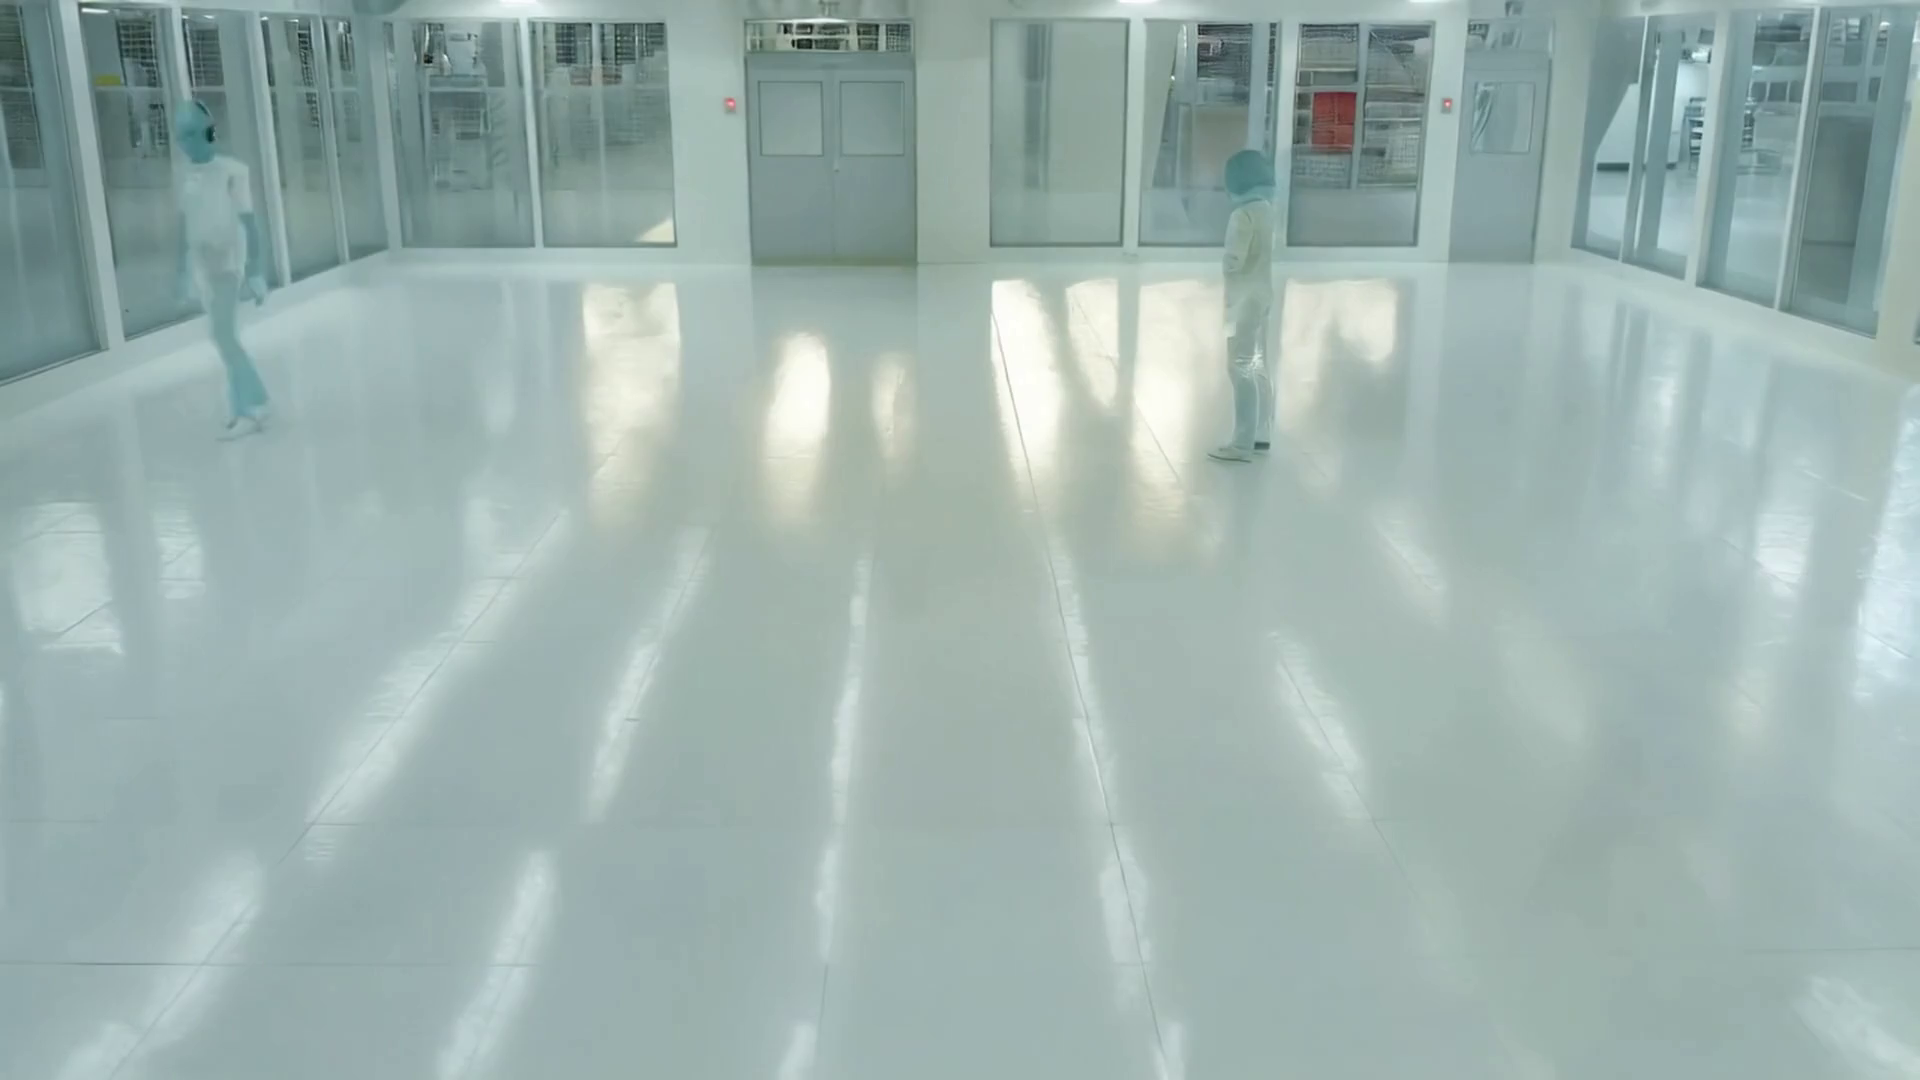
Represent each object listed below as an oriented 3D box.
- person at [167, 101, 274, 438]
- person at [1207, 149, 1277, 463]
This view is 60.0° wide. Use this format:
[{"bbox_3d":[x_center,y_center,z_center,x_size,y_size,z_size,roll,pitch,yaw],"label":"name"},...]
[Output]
[{"bbox_3d":[-4.134,-1.478,9.232,0.501,1.855,0.431,6,17,20],"label":"person"},{"bbox_3d":[1.504,-1.221,8.753,0.279,1.624,0.494,8,18,26],"label":"person"}]
